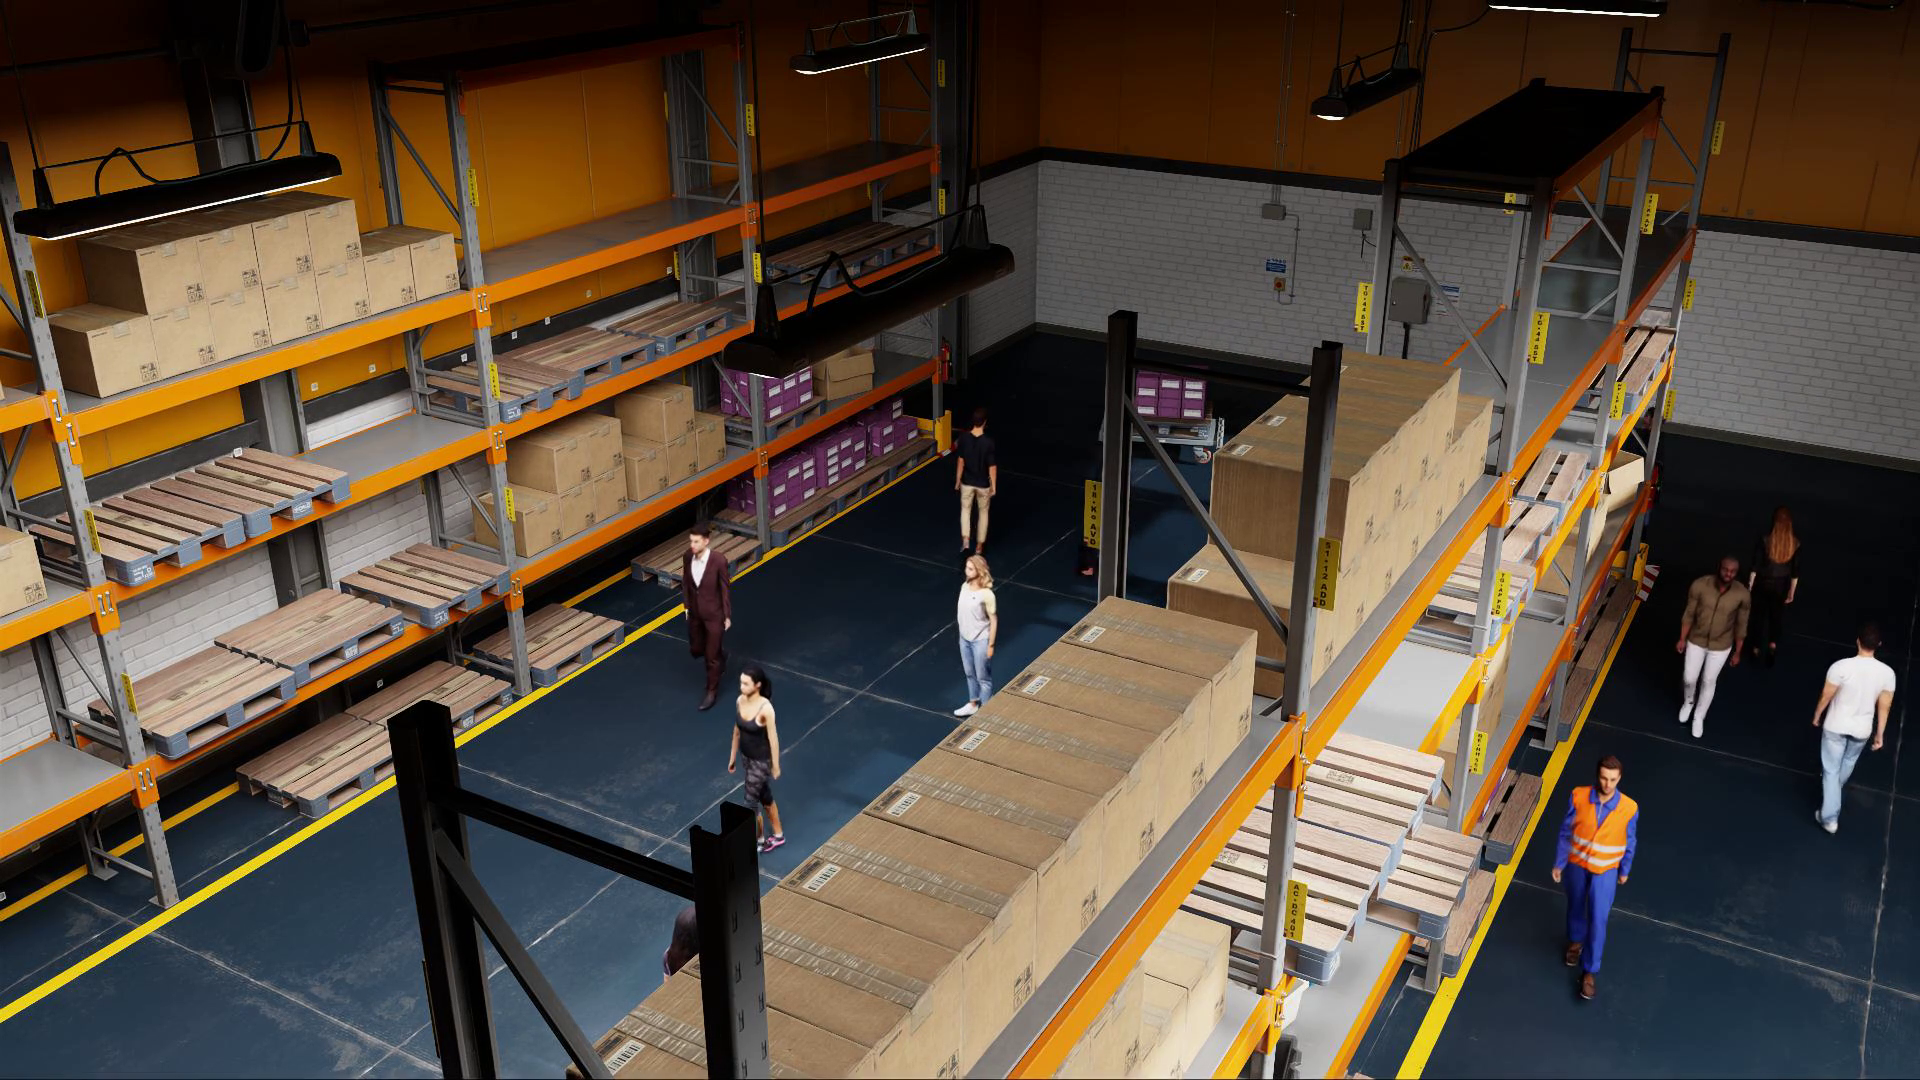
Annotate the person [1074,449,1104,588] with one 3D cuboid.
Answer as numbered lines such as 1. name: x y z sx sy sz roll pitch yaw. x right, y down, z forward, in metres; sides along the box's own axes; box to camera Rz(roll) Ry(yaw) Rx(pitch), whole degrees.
1. person: 1.650 -0.217 18.396 0.689 1.601 0.740 13 27 28

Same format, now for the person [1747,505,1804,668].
1. person: 8.111 0.504 16.630 0.734 1.694 0.928 7 24 15

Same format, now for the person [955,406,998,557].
1. person: 0.164 -0.605 18.991 0.810 1.836 0.946 5 24 11

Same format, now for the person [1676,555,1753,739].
1. person: 6.980 0.935 15.498 0.755 1.810 0.682 11 26 23

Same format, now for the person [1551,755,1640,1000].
1. person: 4.645 2.353 12.222 0.698 1.837 0.934 12 26 26

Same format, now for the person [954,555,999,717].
1. person: 0.164 0.927 15.627 0.658 1.723 0.695 -18 30 -36

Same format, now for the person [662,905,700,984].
1. person: -1.682 3.080 10.723 0.651 1.706 0.611 6 24 12

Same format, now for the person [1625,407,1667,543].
1. person: 8.104 -0.758 19.531 0.778 1.682 0.695 0 24 0

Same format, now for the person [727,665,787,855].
1. person: -1.588 1.786 13.673 0.750 1.713 0.664 -21 31 -39

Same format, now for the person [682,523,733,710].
1. person: -2.398 0.675 16.045 0.767 1.849 1.003 9 25 20

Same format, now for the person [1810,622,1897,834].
1. person: 7.468 1.607 13.945 0.947 1.823 1.187 3 24 7
